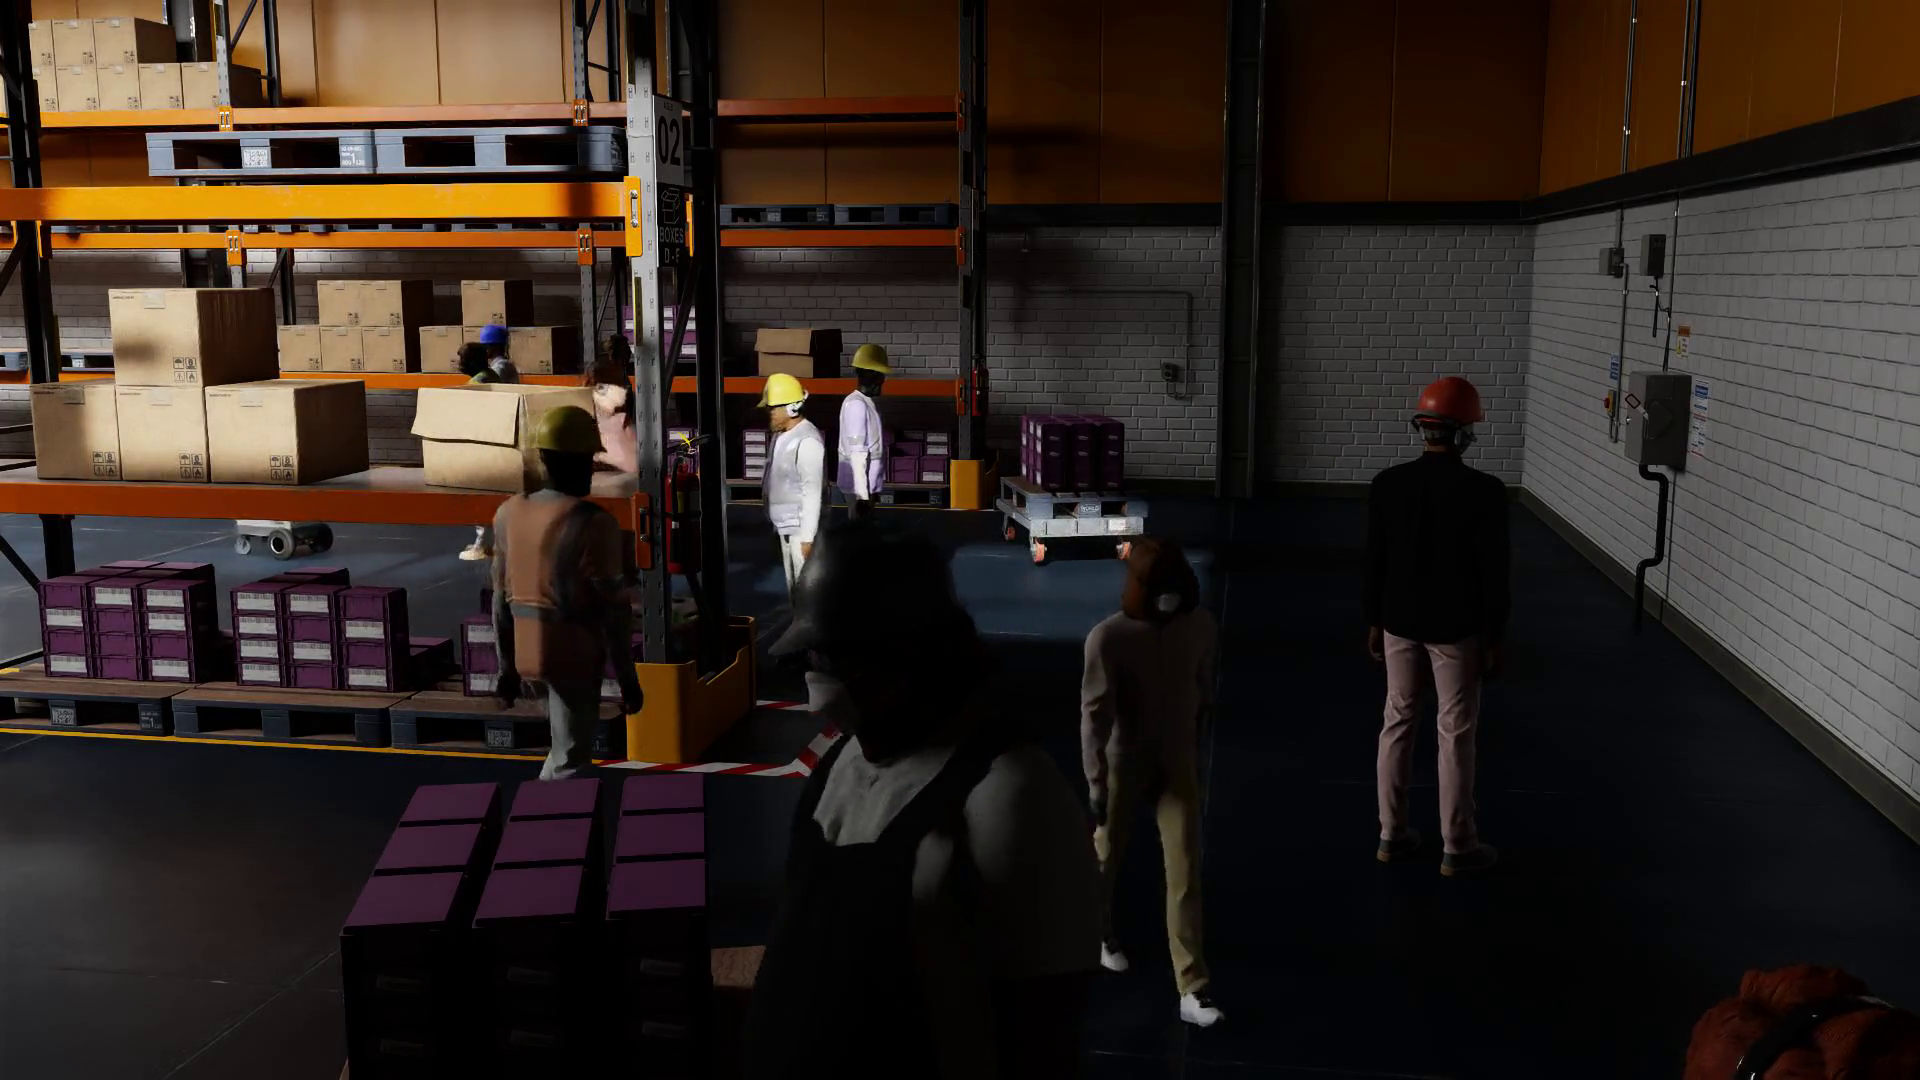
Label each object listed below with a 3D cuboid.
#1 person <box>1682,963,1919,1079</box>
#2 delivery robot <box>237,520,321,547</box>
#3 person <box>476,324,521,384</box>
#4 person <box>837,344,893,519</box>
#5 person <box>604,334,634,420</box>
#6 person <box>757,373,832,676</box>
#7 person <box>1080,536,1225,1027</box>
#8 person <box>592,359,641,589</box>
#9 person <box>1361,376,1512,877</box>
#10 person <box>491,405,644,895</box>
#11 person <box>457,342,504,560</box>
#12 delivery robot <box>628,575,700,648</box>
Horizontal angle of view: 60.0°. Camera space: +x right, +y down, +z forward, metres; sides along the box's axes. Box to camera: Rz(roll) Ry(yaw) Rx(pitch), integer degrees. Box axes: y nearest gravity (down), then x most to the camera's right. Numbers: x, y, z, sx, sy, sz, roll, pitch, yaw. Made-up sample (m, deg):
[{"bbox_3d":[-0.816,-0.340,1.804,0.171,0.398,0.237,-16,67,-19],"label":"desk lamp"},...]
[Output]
[{"bbox_3d":[0.641,1.258,1.379,0.590,1.881,0.362,-2,9,-14],"label":"person"},{"bbox_3d":[-5.803,-0.188,14.159,0.707,0.478,0.477,4,10,24],"label":"delivery robot"},{"bbox_3d":[-4.181,-1.032,15.448,0.582,1.922,0.624,-2,9,-11],"label":"person"},{"bbox_3d":[-0.642,-0.371,11.359,0.390,1.920,0.590,0,9,0],"label":"person"},{"bbox_3d":[-3.126,-0.964,15.270,0.344,1.847,0.506,0,9,-2],"label":"person"},{"bbox_3d":[-0.994,-0.091,9.974,0.437,1.815,0.596,-4,10,-22],"label":"person"},{"bbox_3d":[0.611,0.752,5.461,0.514,1.574,0.888,-3,10,-18],"label":"person"},{"bbox_3d":[-2.199,-0.170,10.223,0.633,1.879,0.661,3,10,17],"label":"person"},{"bbox_3d":[1.918,0.343,6.695,0.613,1.995,0.390,9,13,43],"label":"person"},{"bbox_3d":[-1.479,0.454,6.270,0.589,1.911,0.440,7,11,36],"label":"person"},{"bbox_3d":[-4.018,-0.745,13.960,0.446,1.830,0.667,-1,9,-3],"label":"person"},{"bbox_3d":[-1.939,0.455,10.165,0.707,0.478,0.477,4,10,21],"label":"delivery robot"}]
